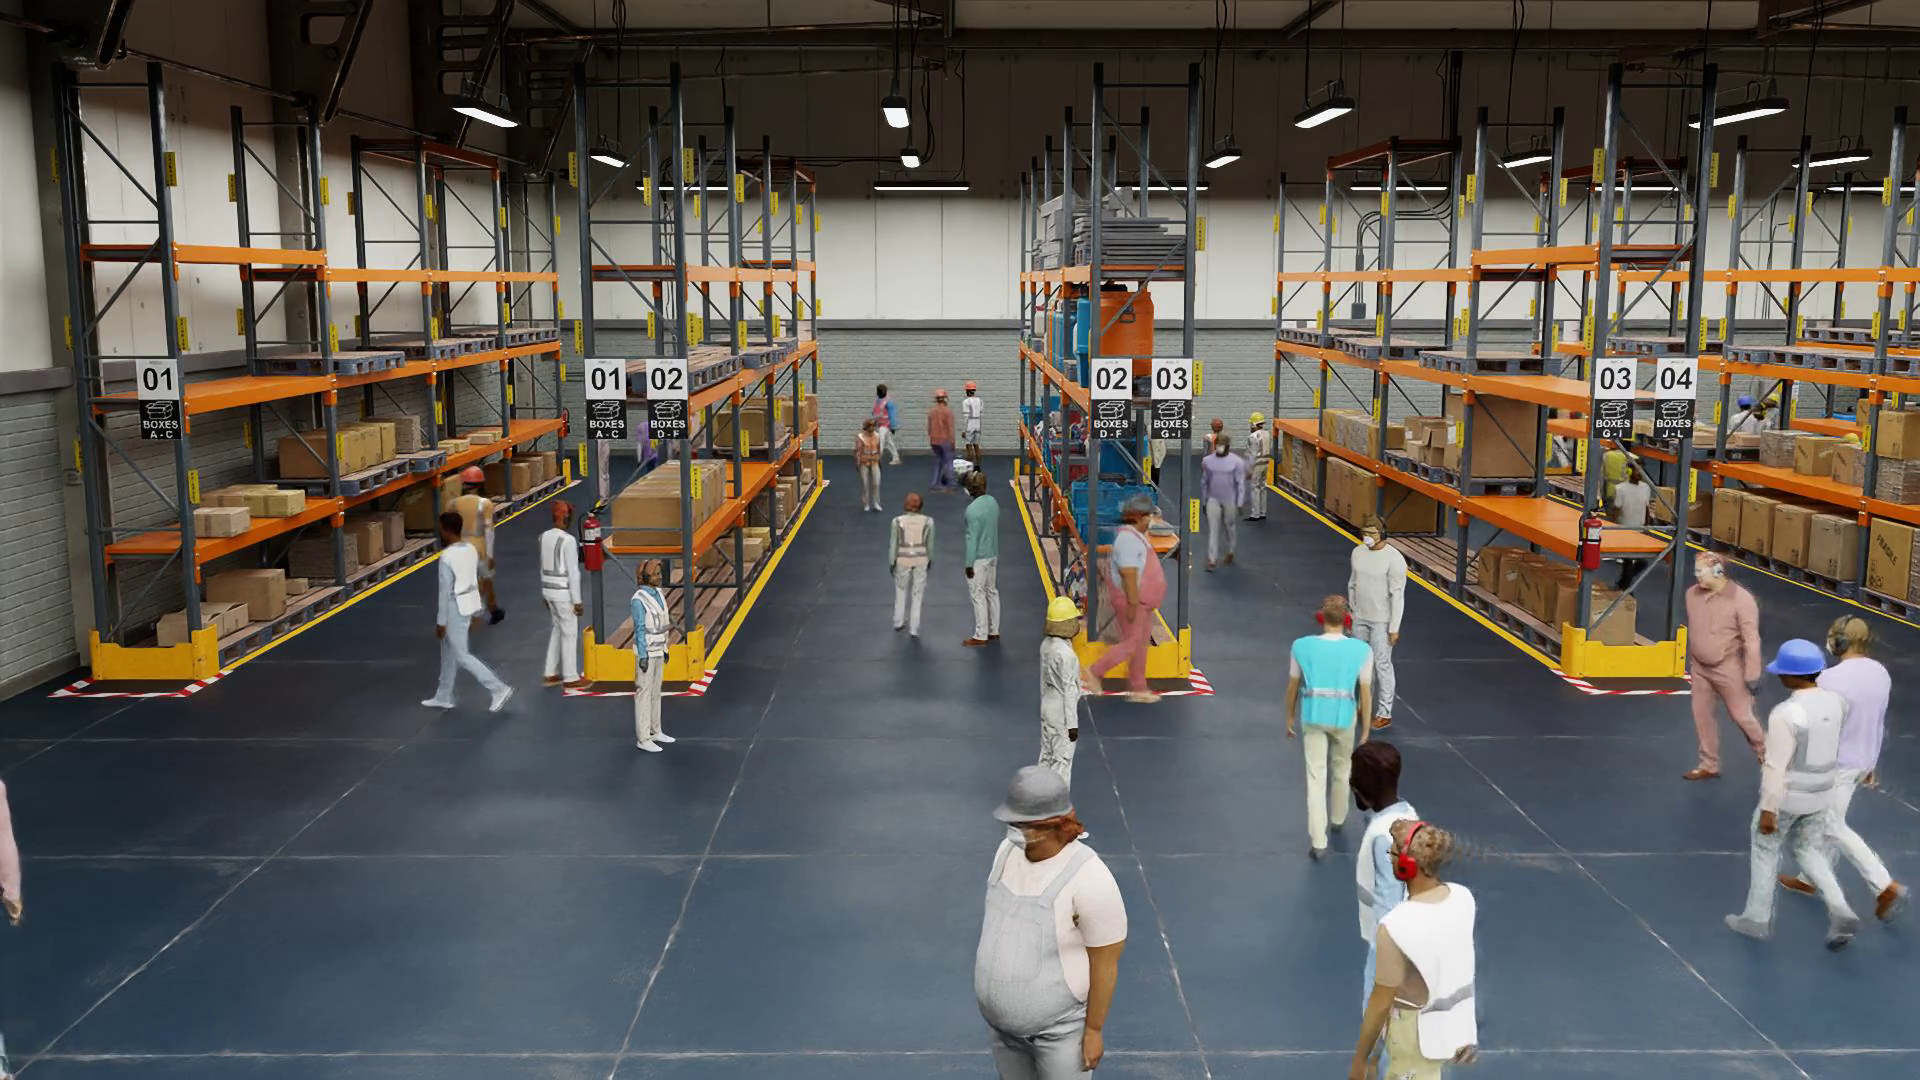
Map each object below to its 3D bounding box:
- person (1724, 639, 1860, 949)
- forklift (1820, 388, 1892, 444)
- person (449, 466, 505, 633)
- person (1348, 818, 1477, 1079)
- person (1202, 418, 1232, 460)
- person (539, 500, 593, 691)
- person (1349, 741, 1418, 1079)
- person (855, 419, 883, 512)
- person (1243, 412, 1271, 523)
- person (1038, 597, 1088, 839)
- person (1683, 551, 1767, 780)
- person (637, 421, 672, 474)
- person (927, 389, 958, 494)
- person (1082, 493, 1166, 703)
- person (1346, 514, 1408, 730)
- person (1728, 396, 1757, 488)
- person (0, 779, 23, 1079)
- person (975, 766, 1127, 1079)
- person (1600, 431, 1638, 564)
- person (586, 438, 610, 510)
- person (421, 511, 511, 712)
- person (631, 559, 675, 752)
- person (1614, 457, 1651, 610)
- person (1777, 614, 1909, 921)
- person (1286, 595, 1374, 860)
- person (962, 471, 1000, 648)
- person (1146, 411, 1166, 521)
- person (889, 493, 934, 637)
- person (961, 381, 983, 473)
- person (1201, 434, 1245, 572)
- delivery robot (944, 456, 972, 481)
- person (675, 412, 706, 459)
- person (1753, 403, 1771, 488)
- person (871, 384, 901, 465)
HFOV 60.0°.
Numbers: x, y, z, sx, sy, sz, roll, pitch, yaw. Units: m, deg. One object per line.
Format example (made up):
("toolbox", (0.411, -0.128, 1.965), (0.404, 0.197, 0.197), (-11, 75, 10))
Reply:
("person", (4.970, 1.509, 9.868), (0.630, 1.903, 0.728), (-4, 10, -23))
("forklift", (20.072, -3.110, 36.462), (1.873, 2.768, 1.129), (0, 9, 0))
("person", (-5.543, 0.101, 19.001), (0.561, 1.884, 0.980), (2, 9, 10))
("person", (1.767, 2.019, 6.834), (0.597, 1.820, 0.762), (-9, 12, -44))
("person", (4.421, -1.273, 28.625), (0.521, 1.636, 0.311), (-1, 9, -8))
("person", (-3.850, 0.542, 16.198), (0.417, 1.877, 0.595), (-8, 12, -41))
("person", (1.965, 1.864, 7.604), (0.408, 1.907, 0.664), (3, 9, 16))
("person", (-1.566, -1.277, 28.757), (0.585, 1.612, 0.532), (-4, 10, -24))
("person", (4.901, -1.195, 27.501), (0.404, 1.830, 0.599), (7, 11, 36))
("person", (0.731, 1.266, 11.943), (0.284, 1.746, 0.492), (-3, 9, -20))
("person", (6.128, 1.002, 13.264), (0.711, 1.877, 0.676), (-4, 10, -27))
("person", (-5.335, -1.455, 29.030), (0.589, 1.888, 0.951), (0, 9, -3))
("person", (-0.325, -1.849, 31.409), (0.686, 1.962, 0.461), (8, 12, 43))
("person", (1.588, 0.537, 15.688), (0.707, 2.000, 0.694), (2, 9, 14))
("person", (3.702, 0.725, 14.853), (0.368, 1.932, 0.628), (-5, 10, -29))
("person", (14.265, -1.661, 30.233), (0.627, 1.911, 0.602), (1, 9, 8))
("person", (-5.038, 1.784, 8.227), (1.108, 1.850, 0.645), (4, 10, 27))
("person", (0.311, 1.911, 6.852), (0.536, 2.000, 0.688), (-8, 12, -40))
("person", (9.352, -0.627, 23.549), (0.386, 1.922, 0.594), (-5, 10, -31))
("person", (-6.336, -1.481, 29.098), (0.404, 1.911, 0.636), (0, 9, 1))
("person", (-4.611, 0.663, 15.398), (0.894, 1.886, 0.604), (1, 9, 8))
("person", (-2.635, 0.972, 14.178), (0.307, 1.641, 0.514), (2, 9, 11))
("person", (8.213, -0.094, 20.333), (0.552, 1.857, 0.611), (-2, 9, -12))
("person", (5.599, 1.419, 10.444), (0.639, 1.914, 0.851), (-5, 10, -29))
("person", (2.594, 1.276, 11.702), (0.592, 1.790, 0.963), (2, 9, 14))
("person", (0.229, 0.208, 18.174), (0.374, 1.930, 0.630), (4, 10, 26))
("person", (3.234, -1.248, 27.377), (0.414, 1.987, 0.607), (0, 9, 1))
("person", (-0.556, 0.266, 18.814), (0.524, 1.606, 0.713), (-1, 9, -7))
("person", (0.221, -2.308, 34.323), (0.369, 1.935, 0.552), (8, 12, 41))
("person", (3.658, -0.545, 23.141), (0.641, 1.896, 0.998), (4, 10, 22))
("delivery robot", (-0.027, -1.410, 32.673), (0.477, 0.478, 0.707), (4, 10, 24))
("person", (-4.817, -1.640, 30.028), (0.613, 1.950, 1.018), (-4, 10, -23))
("person", (14.169, -1.514, 29.482), (0.358, 1.856, 0.632), (0, 9, 0))
("person", (-1.655, -2.464, 35.840), (1.002, 1.792, 0.632), (-5, 10, -29))
